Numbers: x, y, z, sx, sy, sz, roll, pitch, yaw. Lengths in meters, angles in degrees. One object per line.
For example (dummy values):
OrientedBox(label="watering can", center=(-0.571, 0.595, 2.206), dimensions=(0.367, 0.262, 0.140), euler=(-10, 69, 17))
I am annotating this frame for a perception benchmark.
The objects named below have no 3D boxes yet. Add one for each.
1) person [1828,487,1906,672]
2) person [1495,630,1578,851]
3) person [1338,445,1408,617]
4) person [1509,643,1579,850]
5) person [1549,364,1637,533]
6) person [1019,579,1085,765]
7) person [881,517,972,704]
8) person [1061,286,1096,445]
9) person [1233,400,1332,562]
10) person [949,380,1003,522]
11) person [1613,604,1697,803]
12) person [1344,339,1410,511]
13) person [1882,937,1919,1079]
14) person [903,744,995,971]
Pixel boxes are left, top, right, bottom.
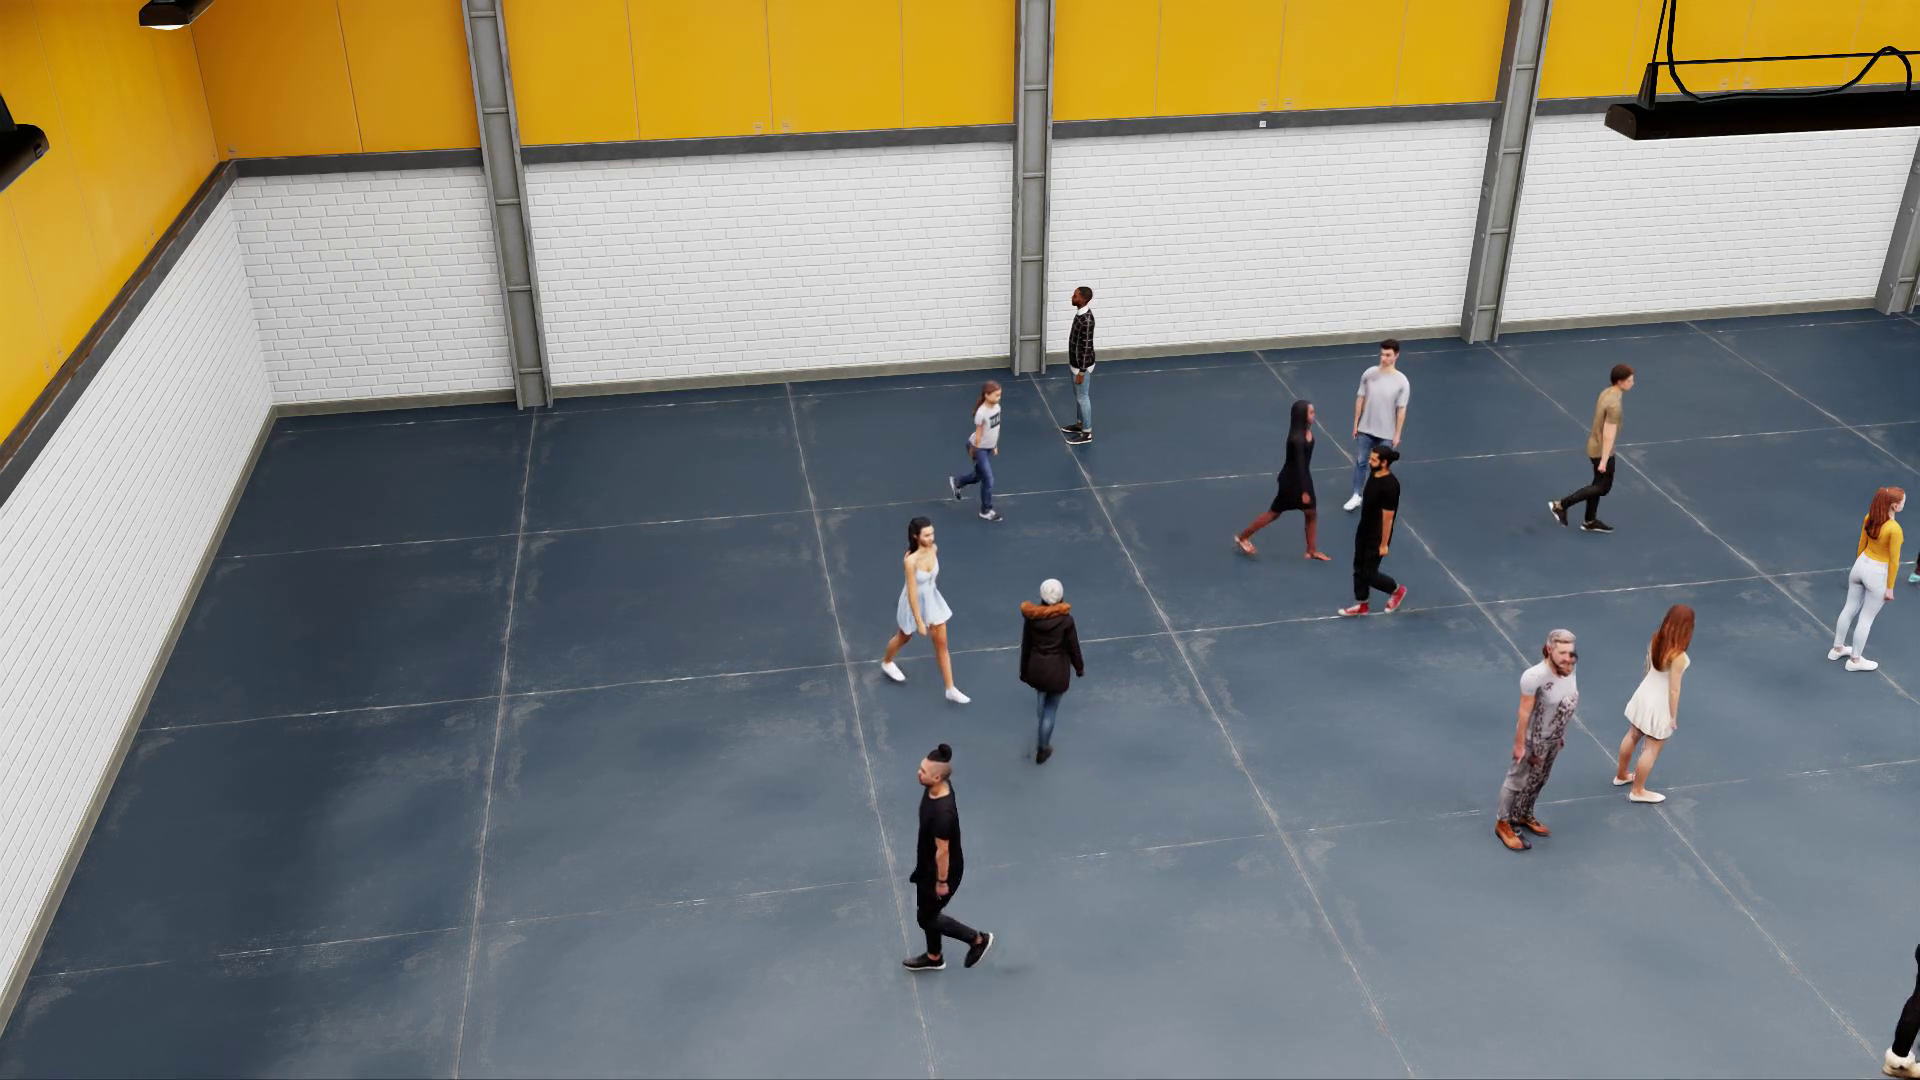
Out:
OrientedBox(label="person", center=(7.905, 0.322, 14.436), dimensions=(0.586, 1.751, 0.593), euler=(-8, 30, -14))
OrientedBox(label="person", center=(4.279, 1.431, 12.321), dimensions=(0.661, 1.828, 0.824), euler=(-18, 33, -30))
OrientedBox(label="person", center=(3.846, -0.056, 15.137), dimensions=(0.816, 1.743, 0.632), euler=(-5, 29, -9))
OrientedBox(label="person", center=(4.322, 1.489, 12.335), dimensions=(0.617, 1.714, 0.714), euler=(-22, 36, -35))
OrientedBox(label="person", center=(6.314, -0.901, 16.591), dimensions=(1.031, 1.835, 0.874), euler=(6, 29, 10))
OrientedBox(label="person", center=(0.679, 1.065, 13.212), dimensions=(0.849, 1.618, 0.899), euler=(14, 31, 23))
OrientedBox(label="person", center=(-0.416, 0.563, 14.072), dimensions=(1.143, 1.677, 1.125), euler=(21, 35, 33))
OrientedBox(label="person", center=(1.369, -1.972, 18.569), dimensions=(0.580, 1.821, 0.680), euler=(-2, 29, -4))
OrientedBox(label="person", center=(3.140, -0.541, 16.093), dimensions=(1.256, 1.679, 1.053), euler=(12, 31, 20))
OrientedBox(label="person", center=(0.161, -0.941, 16.988), dimensions=(0.968, 1.524, 0.901), euler=(18, 34, 30))
OrientedBox(label="person", center=(5.342, 1.238, 12.800), dimensions=(0.522, 1.709, 0.556), euler=(-5, 29, -9))
OrientedBox(label="person", center=(4.295, -1.175, 17.024), dimensions=(0.781, 1.901, 0.855), euler=(16, 32, 26))
OrientedBox(label="person", center=(6.237, 2.627, 10.334), dimensions=(0.658, 1.632, 1.024), euler=(-5, 29, -9))
OrientedBox(label="person", center=(-0.072, 2.136, 11.005), dimensions=(0.844, 1.852, 0.709), euler=(-3, 29, -6))
